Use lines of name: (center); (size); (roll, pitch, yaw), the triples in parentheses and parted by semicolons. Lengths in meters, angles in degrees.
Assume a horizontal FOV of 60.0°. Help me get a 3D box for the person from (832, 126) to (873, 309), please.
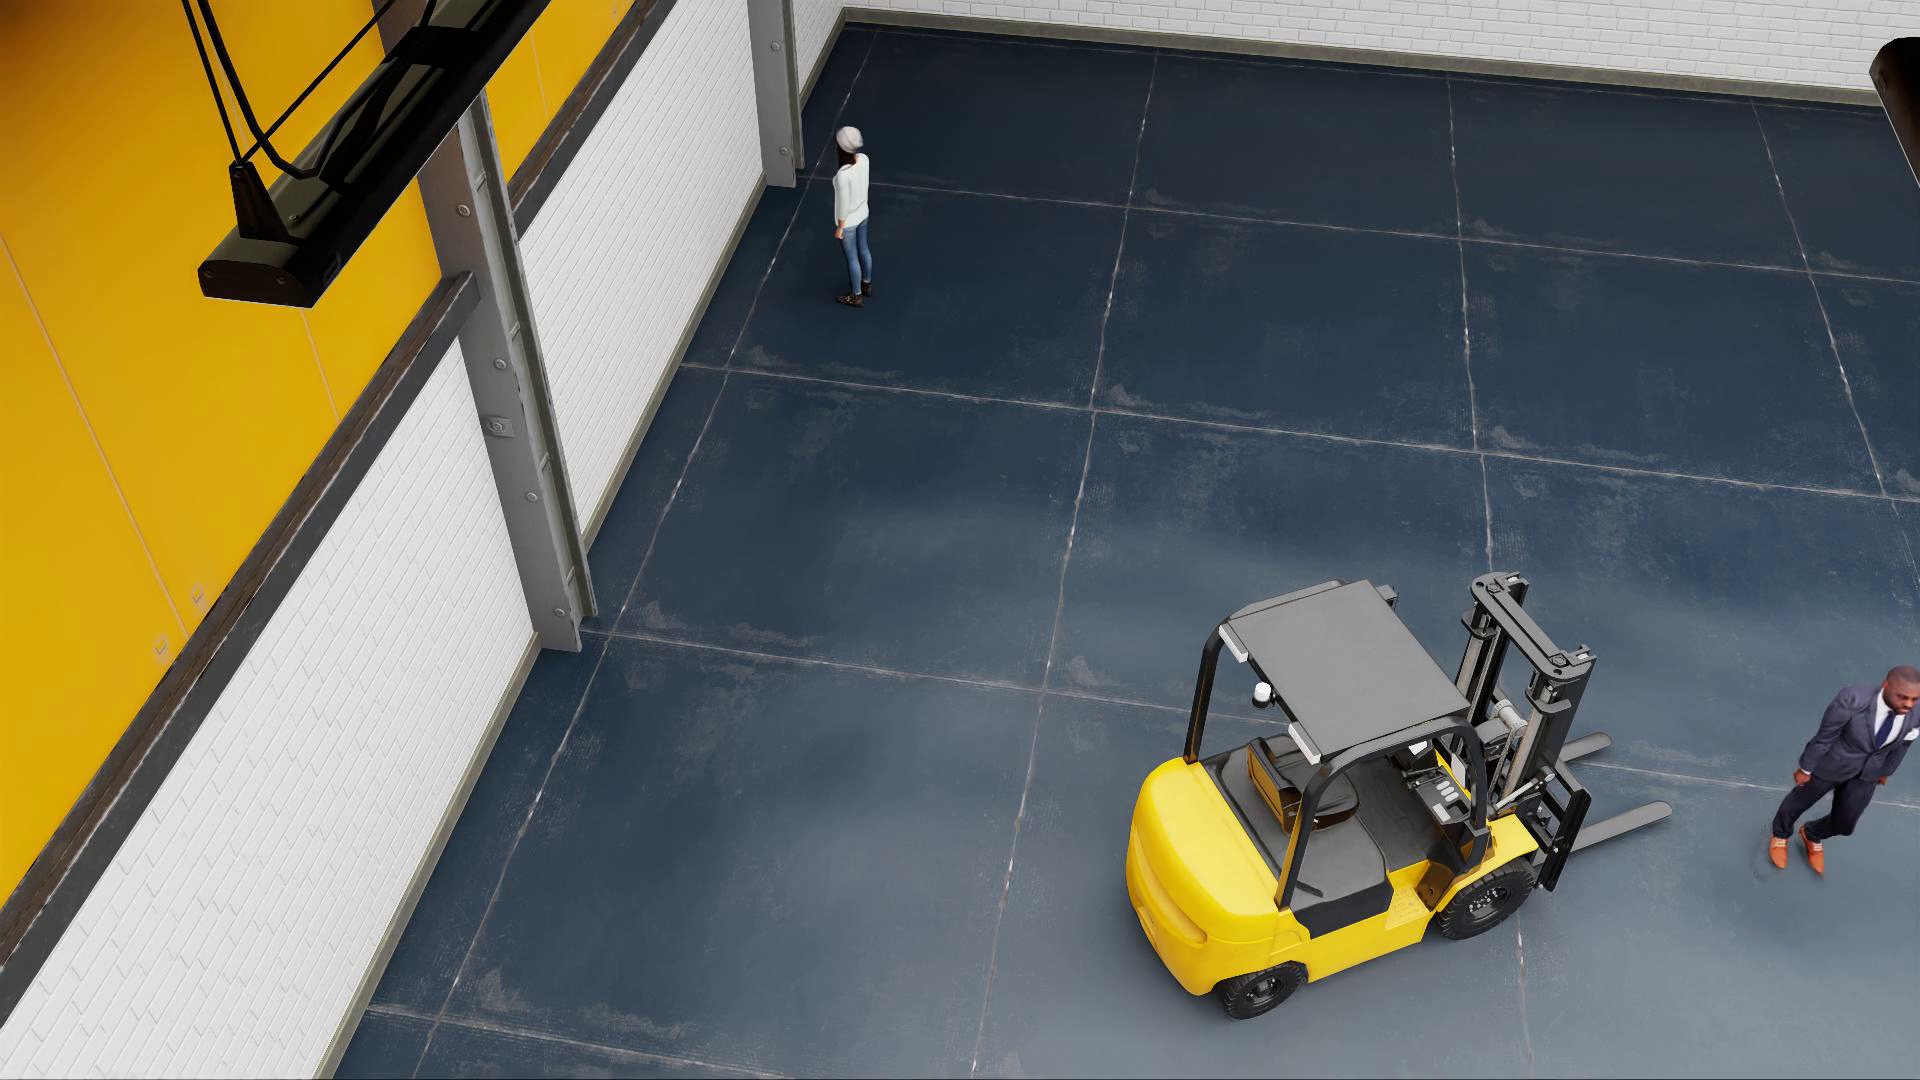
person: (-0.891, -2.684, 13.752); (0.691, 1.646, 0.537); (21, 47, 20)

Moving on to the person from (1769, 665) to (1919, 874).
person: (5.024, 1.272, 9.489); (0.690, 1.798, 0.622); (5, 44, 5)
